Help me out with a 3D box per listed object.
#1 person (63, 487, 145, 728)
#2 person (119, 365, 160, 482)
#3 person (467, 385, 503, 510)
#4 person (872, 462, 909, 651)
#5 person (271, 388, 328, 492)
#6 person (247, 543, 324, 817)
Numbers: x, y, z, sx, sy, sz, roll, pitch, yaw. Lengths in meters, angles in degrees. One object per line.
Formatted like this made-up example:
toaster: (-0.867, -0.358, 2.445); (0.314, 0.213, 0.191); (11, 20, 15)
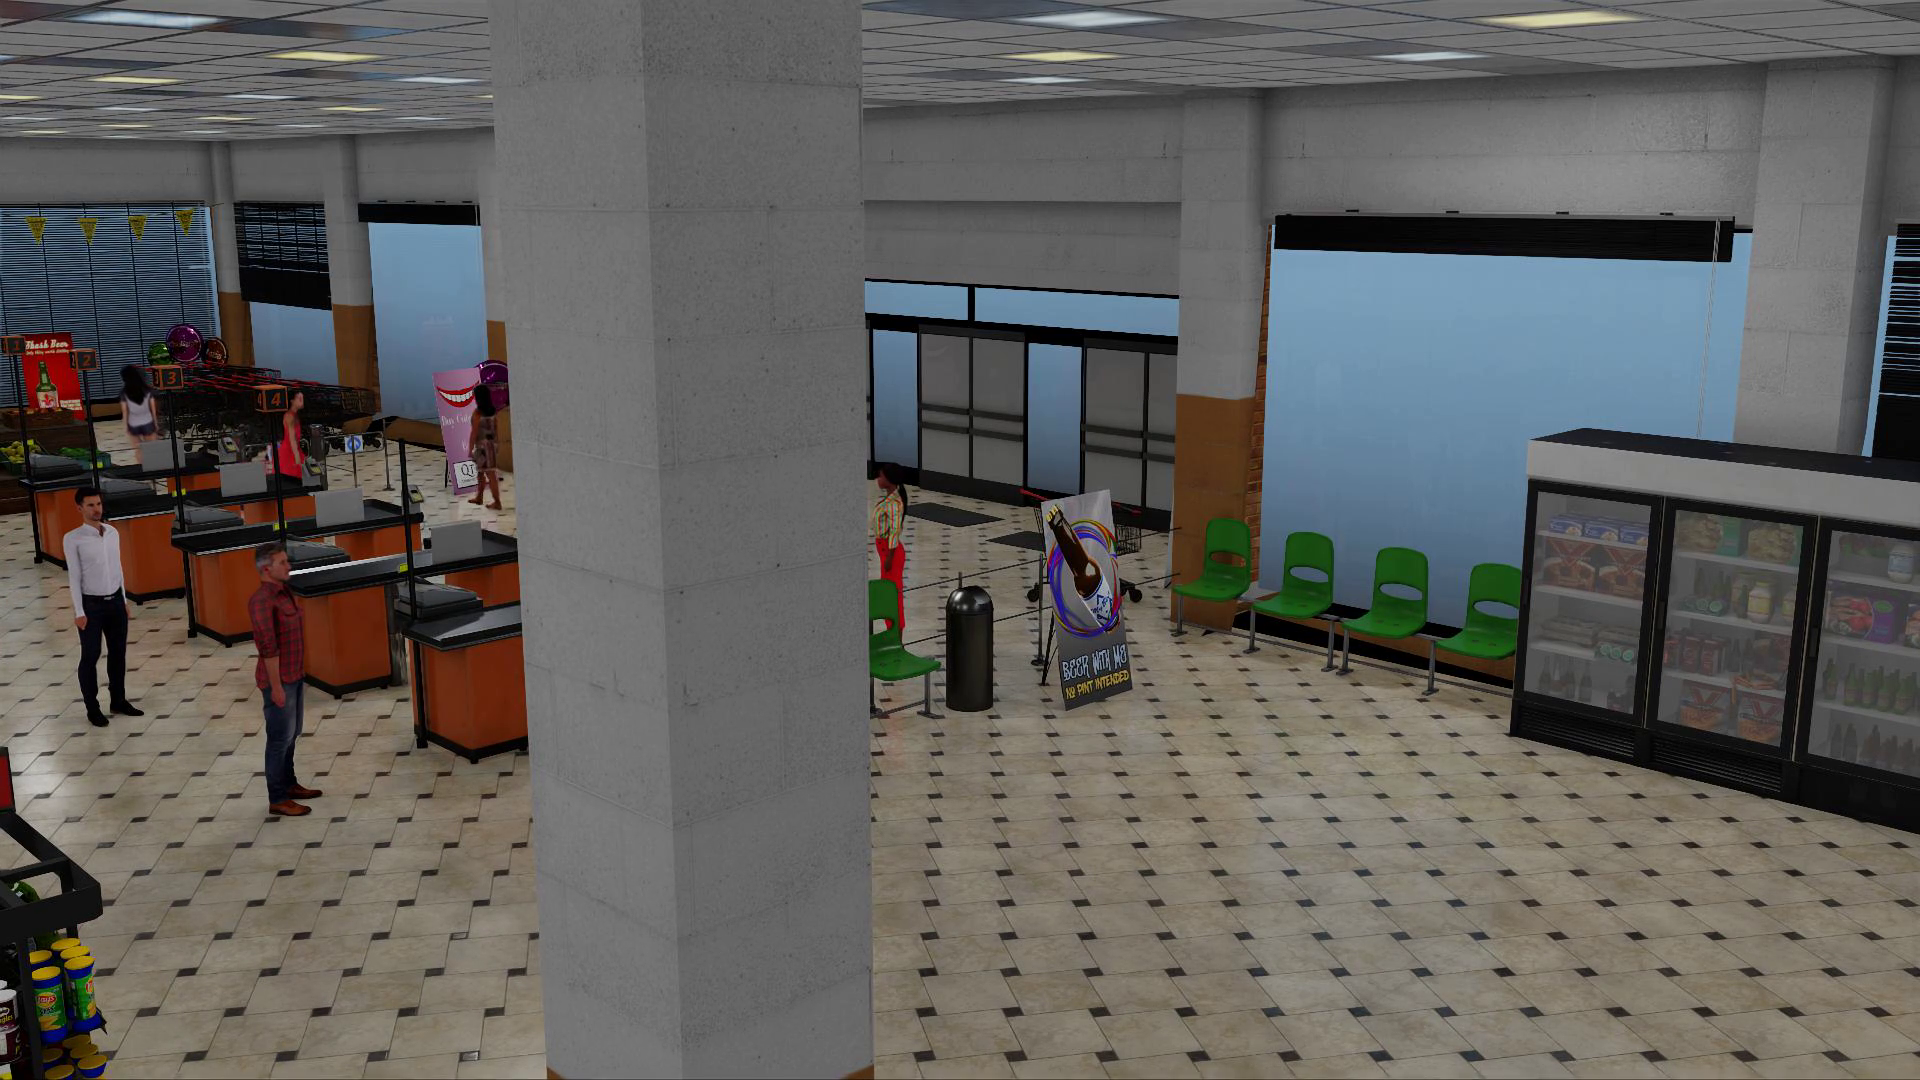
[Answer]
person: (-6.767, 0.493, 13.076); (0.745, 1.868, 0.610); (6, 13, 27)
person: (-11.603, -1.613, 23.556); (0.950, 1.672, 0.805); (-7, 14, -31)
person: (-6.105, -1.199, 21.687); (0.898, 1.631, 0.874); (3, 12, 16)
person: (-0.602, 0.195, 14.675); (0.723, 1.793, 0.679); (-1, 12, -5)
person: (-8.414, -1.004, 20.659); (1.189, 1.674, 0.999); (-4, 12, -17)
person: (-4.571, 0.912, 11.178); (0.772, 1.831, 0.756); (-2, 12, -8)
